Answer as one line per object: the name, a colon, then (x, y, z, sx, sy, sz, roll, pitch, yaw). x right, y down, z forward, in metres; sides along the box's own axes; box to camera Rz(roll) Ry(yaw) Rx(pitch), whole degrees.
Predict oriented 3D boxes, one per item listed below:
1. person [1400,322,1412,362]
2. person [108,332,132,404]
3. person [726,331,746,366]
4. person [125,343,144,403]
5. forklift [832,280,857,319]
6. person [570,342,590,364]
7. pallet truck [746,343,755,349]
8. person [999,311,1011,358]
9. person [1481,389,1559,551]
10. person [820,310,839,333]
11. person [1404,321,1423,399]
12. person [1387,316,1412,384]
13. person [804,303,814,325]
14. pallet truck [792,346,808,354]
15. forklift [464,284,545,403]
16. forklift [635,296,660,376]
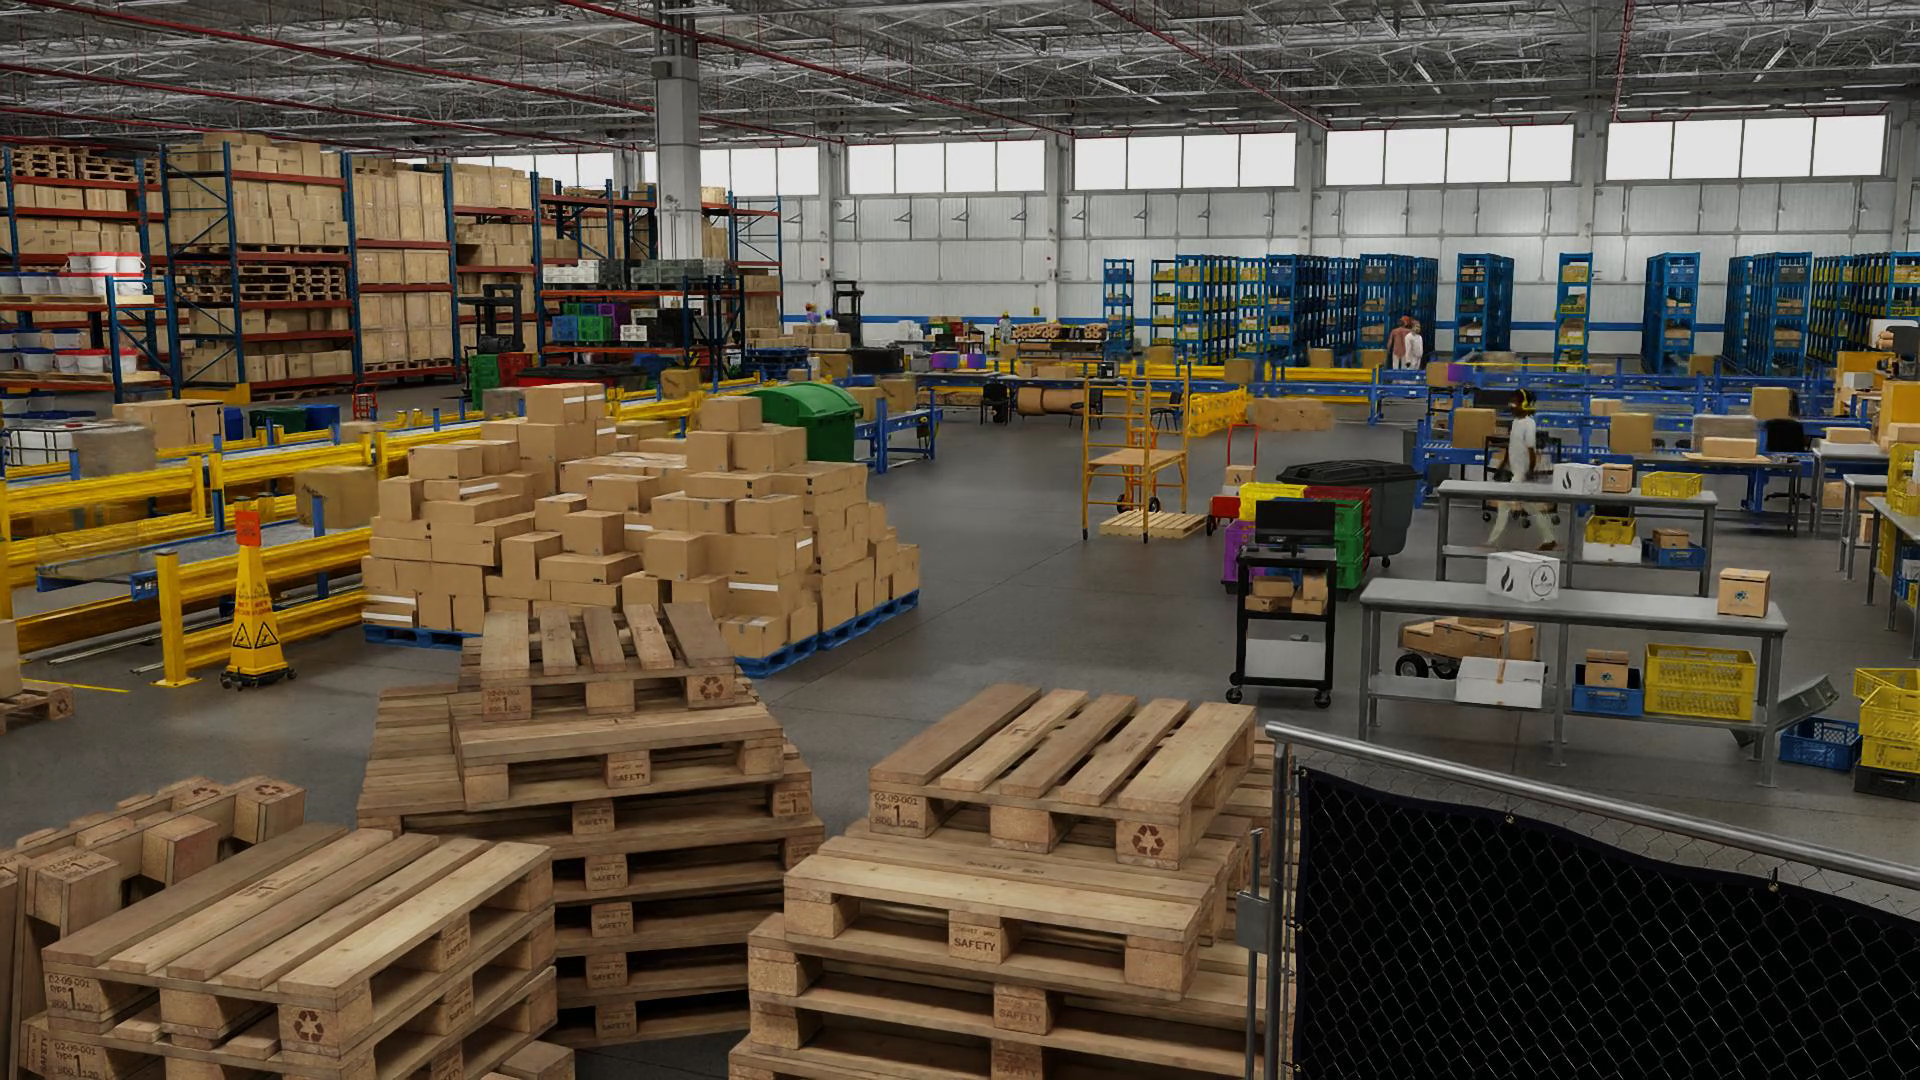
person: (12.067, -4.989, 44.836, 0.564, 1.796, 1.011, 5, 10, 27)
person: (-17.520, -3.413, 34.637, 0.429, 1.887, 0.678, 1, 9, 7)
person: (-5.382, -4.196, 40.140, 0.533, 1.697, 0.318, -6, 11, -34)
person: (-17.469, -3.347, 35.060, 0.359, 1.622, 0.502, 1, 9, 8)
forklift: (-4.551, -8.835, 65.564, 1.129, 2.768, 1.873, -3, 10, -18)
person: (-9.212, -4.270, 40.220, 0.592, 1.818, 0.417, 2, 9, 15)
pallet truck: (-6.183, -4.618, 44.264, 1.601, 1.201, 0.680, -9, 12, -43)
person: (1.663, -7.535, 61.001, 0.485, 1.735, 0.346, -4, 10, -24)
person: (6.068, -0.725, 17.991, 0.978, 1.825, 0.524, 1, 9, 5)
person: (-4.272, -6.587, 54.569, 0.599, 1.901, 1.022, -1, 9, -6)
person: (11.176, -4.419, 40.898, 0.399, 1.905, 0.642, 8, 12, 41)
person: (11.603, -4.909, 43.756, 0.659, 1.981, 0.431, 4, 10, 22)
person: (-6.112, -8.556, 66.841, 0.732, 1.908, 0.571, 2, 9, 14)
pallet truck: (-3.705, -4.298, 42.022, 0.653, 1.274, 1.630, 3, 10, 20)
forklift: (-10.832, -4.702, 39.610, 1.129, 2.768, 1.873, 3, 10, 20)
forklift: (-8.381, -6.023, 47.909, 1.873, 2.768, 1.129, 6, 11, 34)
